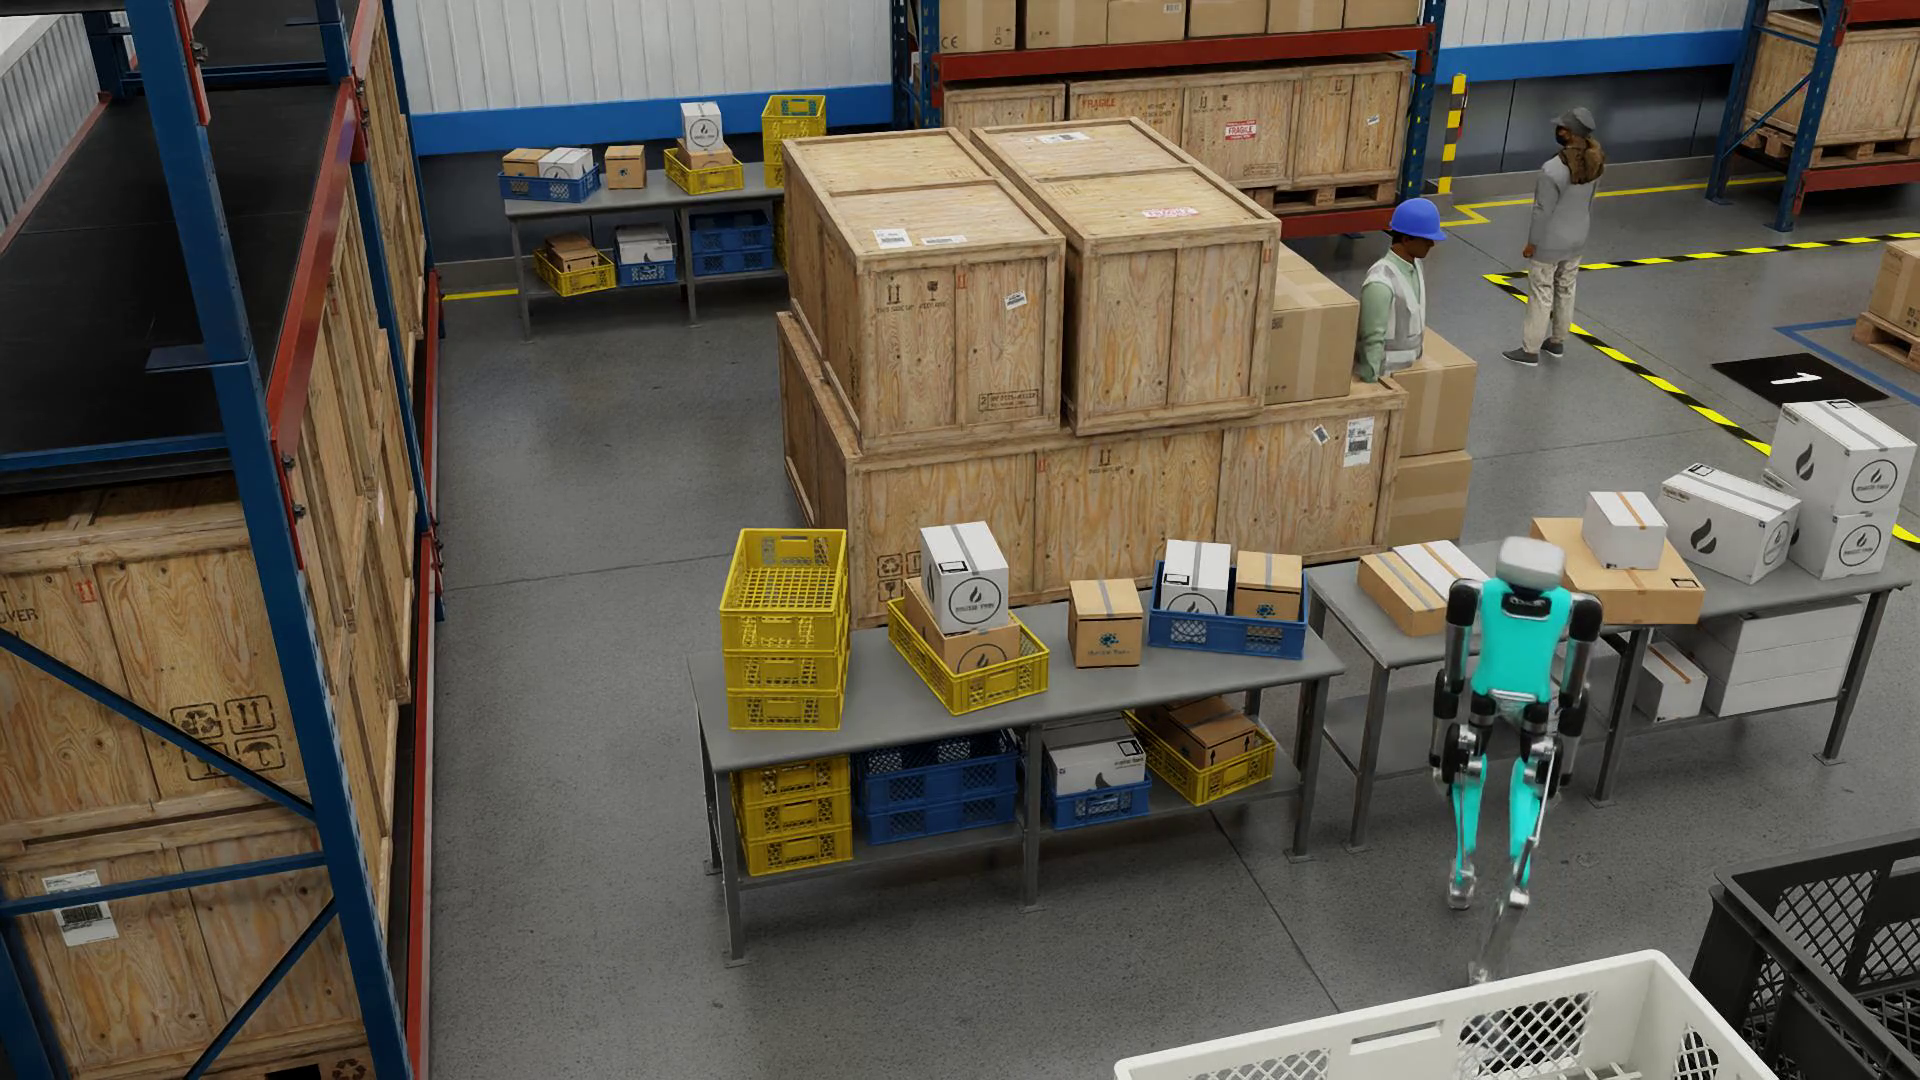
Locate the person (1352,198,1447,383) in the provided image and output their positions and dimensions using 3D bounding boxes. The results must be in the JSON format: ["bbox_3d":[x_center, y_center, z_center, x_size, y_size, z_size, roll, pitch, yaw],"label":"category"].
[{"bbox_3d":[2.327,-0.917,9.056,0.411,1.939,0.602,18,34,29],"label":"person"}]

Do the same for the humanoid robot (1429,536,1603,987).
[{"bbox_3d":[1.940,0.901,5.982,0.536,1.750,1.015,8,30,14],"label":"humanoid robot"}]

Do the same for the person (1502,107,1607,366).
[{"bbox_3d":[4.061,-2.047,11.274,0.572,1.769,0.398,-18,33,-29],"label":"person"}]

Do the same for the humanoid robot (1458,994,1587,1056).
[{"bbox_3d":[1.370,1.800,4.386,0.340,1.641,0.599,-16,33,-27],"label":"humanoid robot"}]

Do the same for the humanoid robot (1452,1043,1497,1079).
[{"bbox_3d":[1.003,1.863,4.168,0.530,1.754,0.686,-24,37,-37],"label":"humanoid robot"}]
